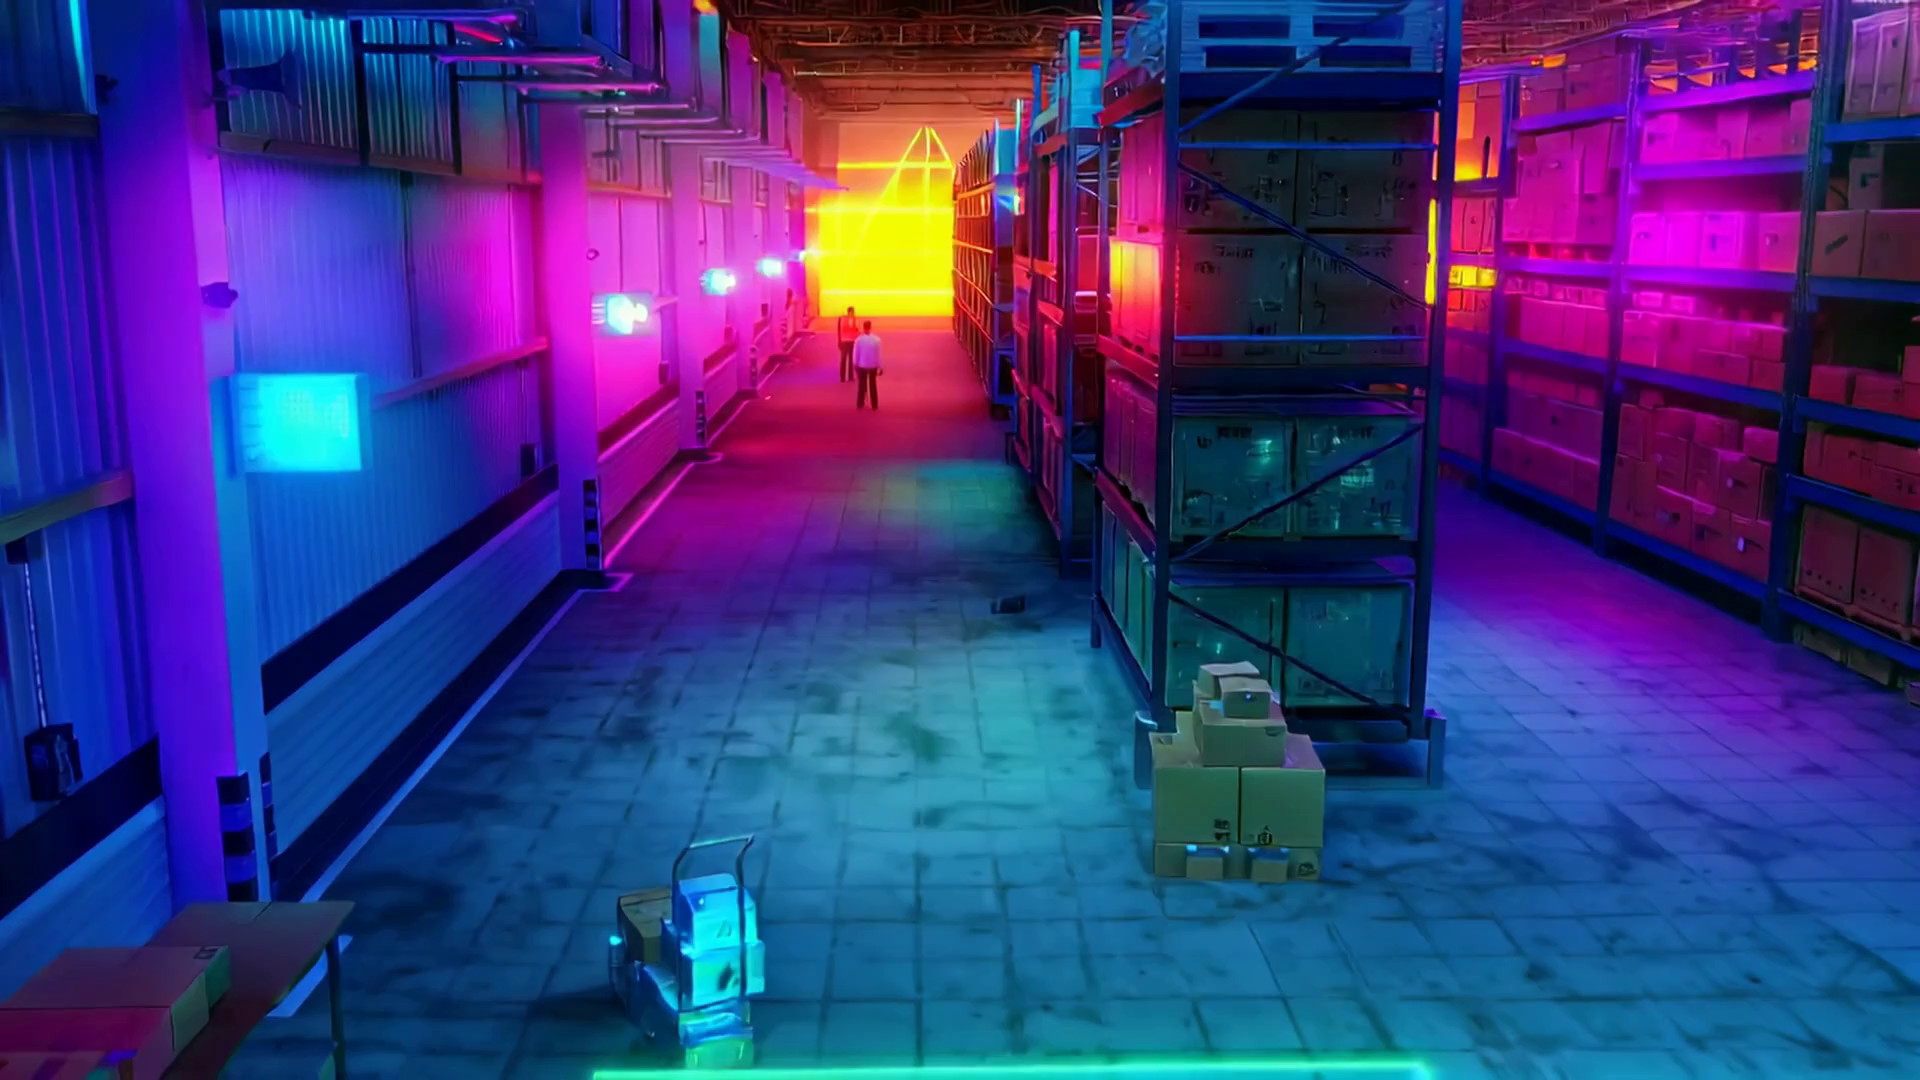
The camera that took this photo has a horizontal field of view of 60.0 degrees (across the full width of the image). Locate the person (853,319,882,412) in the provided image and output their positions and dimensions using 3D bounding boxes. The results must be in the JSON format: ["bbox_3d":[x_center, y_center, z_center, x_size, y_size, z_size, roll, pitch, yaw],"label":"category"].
[{"bbox_3d":[-1.972,-3.706,35.468,0.617,1.987,0.406,0,11,-1],"label":"person"}]

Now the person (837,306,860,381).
[{"bbox_3d":[-2.839,-5.016,42.476,0.589,1.913,0.398,-4,12,-19],"label":"person"}]

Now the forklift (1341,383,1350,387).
[{"bbox_3d":[4.687,-1.391,21.088,1.873,2.768,1.129,0,11,-2],"label":"forklift"}]

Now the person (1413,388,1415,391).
[{"bbox_3d":[11.137,-4.498,39.935,0.567,1.850,0.389,-7,13,-31],"label":"person"}]
